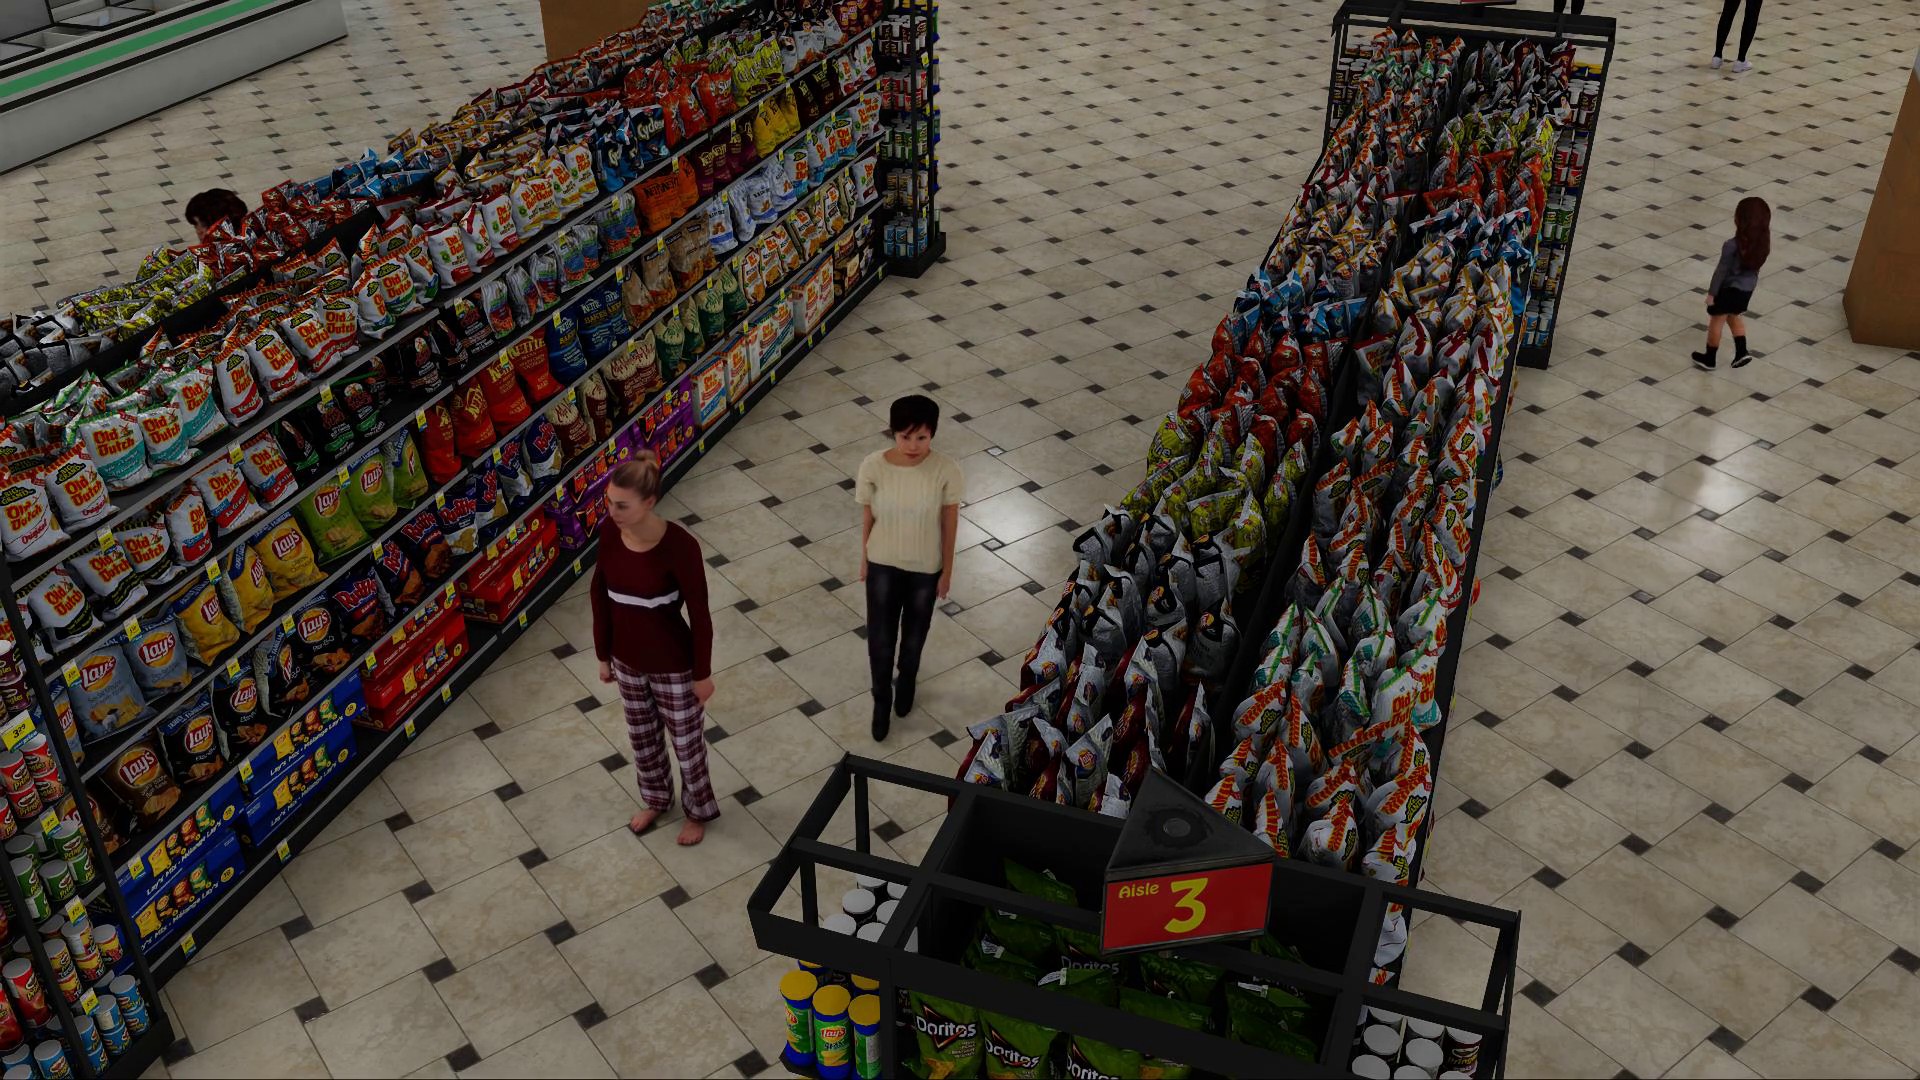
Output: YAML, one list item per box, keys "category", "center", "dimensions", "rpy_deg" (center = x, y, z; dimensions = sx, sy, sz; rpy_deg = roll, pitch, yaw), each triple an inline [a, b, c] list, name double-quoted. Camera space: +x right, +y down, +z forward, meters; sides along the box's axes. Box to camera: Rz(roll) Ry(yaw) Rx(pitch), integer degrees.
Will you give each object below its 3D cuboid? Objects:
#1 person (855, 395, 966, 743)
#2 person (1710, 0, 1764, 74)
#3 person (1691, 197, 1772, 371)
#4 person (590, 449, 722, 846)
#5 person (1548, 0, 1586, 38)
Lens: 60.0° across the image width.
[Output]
- category: "person"
  center: [-0.215, 0.063, 6.941]
  dimensions: [0.702, 1.571, 0.742]
  rpy_deg: [1, 32, 2]
- category: "person"
  center: [7.224, -5.199, 15.208]
  dimensions: [0.677, 1.772, 0.647]
  rpy_deg: [23, 38, 32]
- category: "person"
  center: [4.646, -1.501, 9.900]
  dimensions: [0.646, 1.100, 0.709]
  rpy_deg: [-12, 34, -19]
- category: "person"
  center: [-1.136, 0.427, 6.232]
  dimensions: [0.624, 1.703, 0.498]
  rpy_deg: [12, 34, 18]
- category: "person"
  center: [6.036, -5.768, 16.248]
  dimensions: [0.617, 1.639, 0.594]
  rpy_deg: [8, 33, 13]
